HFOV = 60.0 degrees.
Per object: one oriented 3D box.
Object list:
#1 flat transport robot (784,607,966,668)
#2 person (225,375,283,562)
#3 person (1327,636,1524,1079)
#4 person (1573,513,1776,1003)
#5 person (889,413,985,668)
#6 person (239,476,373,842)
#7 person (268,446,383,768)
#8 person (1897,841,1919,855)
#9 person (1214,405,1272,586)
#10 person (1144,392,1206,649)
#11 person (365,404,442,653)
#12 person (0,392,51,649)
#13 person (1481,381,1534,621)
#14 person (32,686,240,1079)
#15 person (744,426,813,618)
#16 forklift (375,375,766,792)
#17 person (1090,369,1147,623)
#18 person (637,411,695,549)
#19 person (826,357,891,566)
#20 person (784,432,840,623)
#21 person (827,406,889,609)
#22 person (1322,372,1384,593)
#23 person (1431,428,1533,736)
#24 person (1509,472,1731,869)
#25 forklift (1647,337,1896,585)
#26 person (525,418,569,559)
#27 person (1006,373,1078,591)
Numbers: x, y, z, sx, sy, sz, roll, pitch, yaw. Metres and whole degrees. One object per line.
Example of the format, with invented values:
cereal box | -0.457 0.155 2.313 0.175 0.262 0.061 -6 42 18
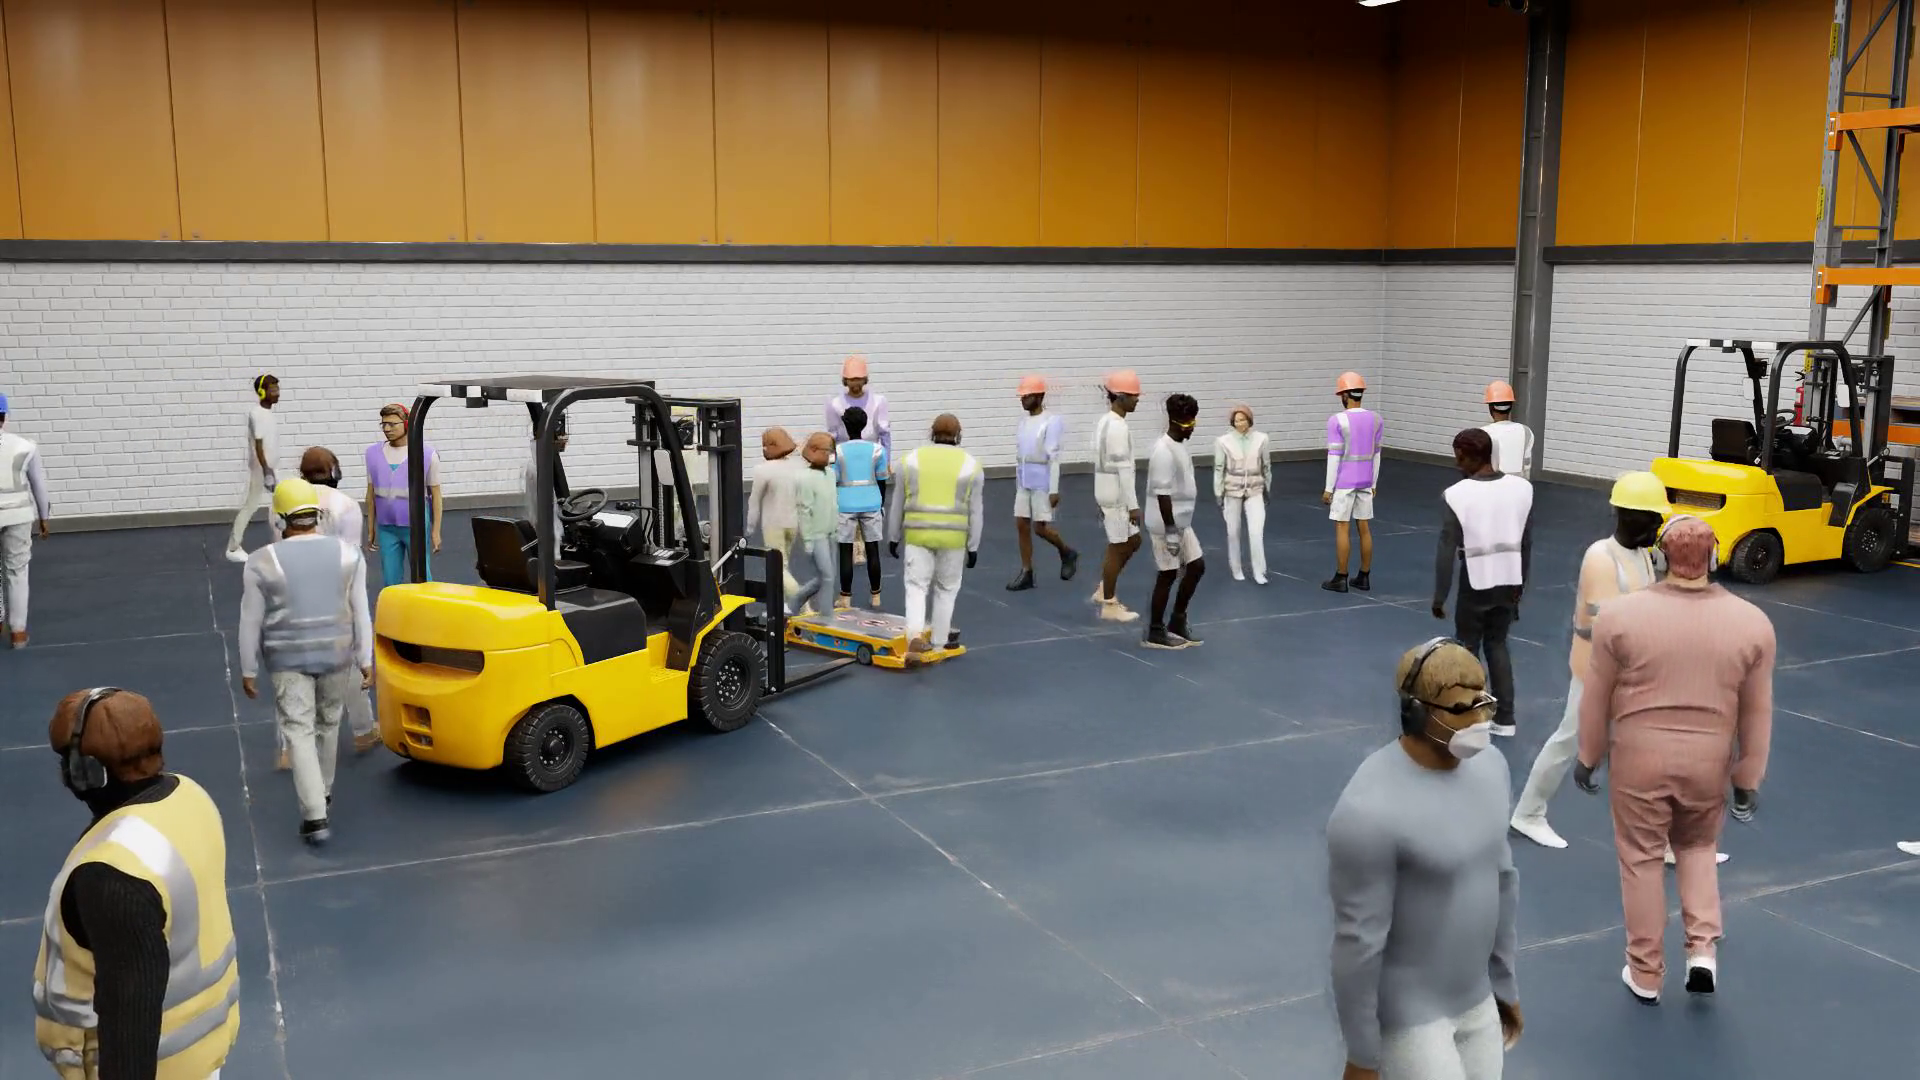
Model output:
flat transport robot | -0.698 0.695 12.245 1.431 0.197 0.652 8 12 42
person | -6.627 -0.670 15.952 1.037 1.814 0.534 0 9 0
person | 1.129 1.166 4.216 0.635 1.922 0.756 -8 12 -42
person | 2.695 0.837 6.352 0.648 1.891 0.437 1 9 9
person | -0.168 0.023 11.664 0.681 1.811 0.674 1 9 5
person | -3.272 0.572 8.318 0.611 1.796 0.848 -7 11 -37
person | -3.646 0.370 9.540 0.648 1.794 0.858 2 9 14
person | 4.851 0.656 7.569 0.855 1.878 0.639 8 12 40
person | 2.531 -0.390 14.817 0.535 1.601 0.792 0 9 -1
person | 1.618 -0.126 12.206 0.561 1.929 0.680 3 10 20
person | -4.066 -0.081 12.189 0.574 1.843 0.374 1 9 7
person | -7.224 -0.174 12.561 0.641 1.907 0.901 -4 10 -25
person | 4.284 -0.301 13.279 0.547 1.934 0.376 -4 10 -21
person | -1.954 1.247 3.972 0.430 1.840 0.626 -2 9 -11
person | -1.388 -0.096 13.033 0.815 1.601 0.498 9 13 43
forklift | -2.268 0.149 9.685 1.214 2.155 2.313 6 11 32
person | 1.272 -0.337 13.215 0.414 2.026 0.623 0 9 2
person | -2.328 -0.227 13.191 0.627 1.811 0.477 8 12 39
person | -1.004 -0.800 16.213 0.605 1.998 1.039 -2 9 -14
person | -1.088 -0.017 12.512 0.651 1.614 0.508 4 10 22
person | -0.852 -0.258 13.748 0.534 1.698 0.318 -3 10 -17
person | 3.410 -0.502 14.544 0.542 1.931 0.366 -4 10 -23
person | 3.111 0.276 9.862 0.630 1.878 0.455 -2 9 -15
person | 3.105 0.607 7.852 0.593 1.871 1.014 -8 12 -41
forklift | 7.551 -0.789 15.507 2.313 2.155 1.214 -4 10 -25
person | -2.915 0.018 11.643 0.946 1.832 0.539 -4 10 -24
person | 0.712 -0.512 14.646 0.656 1.917 0.555 -7 12 -38
